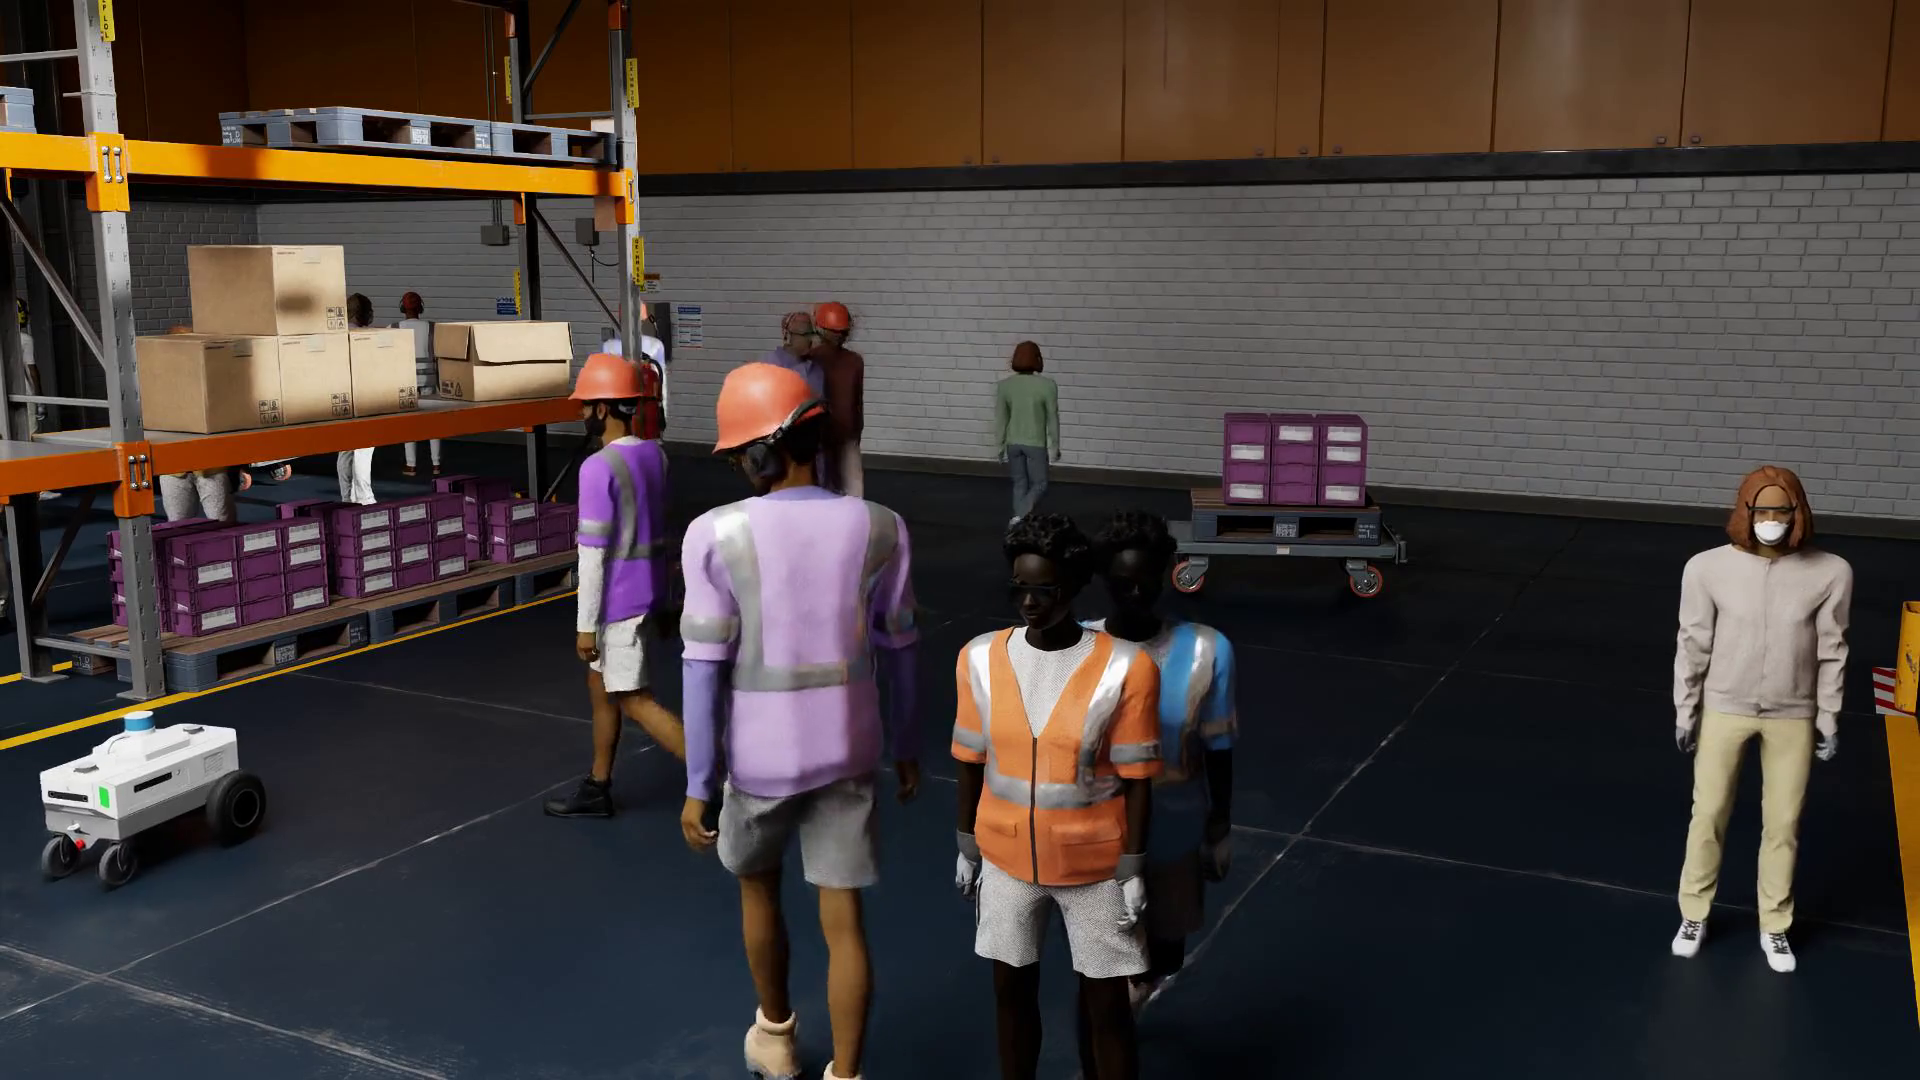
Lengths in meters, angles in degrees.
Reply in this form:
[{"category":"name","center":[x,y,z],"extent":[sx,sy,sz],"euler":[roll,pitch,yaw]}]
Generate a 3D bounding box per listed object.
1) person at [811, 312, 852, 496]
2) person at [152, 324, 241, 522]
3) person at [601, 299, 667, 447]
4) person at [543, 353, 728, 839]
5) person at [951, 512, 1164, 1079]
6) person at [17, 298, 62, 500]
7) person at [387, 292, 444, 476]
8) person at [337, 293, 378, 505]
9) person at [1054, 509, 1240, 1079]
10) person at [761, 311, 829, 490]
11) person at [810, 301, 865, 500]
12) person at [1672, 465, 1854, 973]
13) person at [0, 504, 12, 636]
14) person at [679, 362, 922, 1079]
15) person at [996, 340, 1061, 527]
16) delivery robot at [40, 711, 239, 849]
[{"category":"person","center":[-1.046,-0.841,12.731],"extent":[0.560,1.889,0.802],"euler":[2,10,14]},{"category":"person","center":[-4.896,-0.457,10.628],"extent":[0.619,1.835,0.430],"euler":[-1,10,-6]},{"category":"person","center":[-2.767,-1.108,14.130],"extent":[0.551,1.921,0.551],"euler":[-4,10,-20]},{"category":"person","center":[-1.238,0.229,6.471],"extent":[0.905,1.909,0.551],"euler":[3,10,16]},{"category":"person","center":[0.222,0.764,3.987],"extent":[0.534,1.688,0.321],"euler":[4,11,23]},{"category":"person","center":[-8.643,-1.290,15.340],"extent":[0.532,1.871,0.321],"euler":[3,10,16]},{"category":"person","center":[-5.582,-1.600,17.096],"extent":[0.572,1.883,0.358],"euler":[-5,11,-26]},{"category":"person","center":[-5.255,-1.179,14.521],"extent":[0.628,1.933,0.356],"euler":[9,13,41]},{"category":"person","center":[0.427,0.720,4.305],"extent":[0.542,1.675,0.717],"euler":[-1,10,-3]},{"category":"person","center":[-1.103,-0.603,11.328],"extent":[0.401,1.909,0.683],"euler":[6,12,33]},{"category":"person","center":[-0.982,-0.746,11.965],"extent":[0.618,1.953,0.942],"euler":[-8,12,-37]},{"category":"person","center":[2.536,0.567,5.305],"extent":[0.497,1.624,0.286],"euler":[3,10,17]},{"category":"person","center":[-5.935,-0.326,9.865],"extent":[0.598,1.832,0.404],"euler":[0,10,0]},{"category":"person","center":[-0.424,0.538,4.372],"extent":[0.685,1.995,0.816],"euler":[-3,10,-19]},{"category":"person","center":[0.494,-0.719,12.755],"extent":[0.508,1.615,0.540],"euler":[5,11,26]},{"category":"delivery robot","center":[-3.075,0.888,6.261],"extent":[0.477,0.478,0.707],"euler":[3,10,18]}]
